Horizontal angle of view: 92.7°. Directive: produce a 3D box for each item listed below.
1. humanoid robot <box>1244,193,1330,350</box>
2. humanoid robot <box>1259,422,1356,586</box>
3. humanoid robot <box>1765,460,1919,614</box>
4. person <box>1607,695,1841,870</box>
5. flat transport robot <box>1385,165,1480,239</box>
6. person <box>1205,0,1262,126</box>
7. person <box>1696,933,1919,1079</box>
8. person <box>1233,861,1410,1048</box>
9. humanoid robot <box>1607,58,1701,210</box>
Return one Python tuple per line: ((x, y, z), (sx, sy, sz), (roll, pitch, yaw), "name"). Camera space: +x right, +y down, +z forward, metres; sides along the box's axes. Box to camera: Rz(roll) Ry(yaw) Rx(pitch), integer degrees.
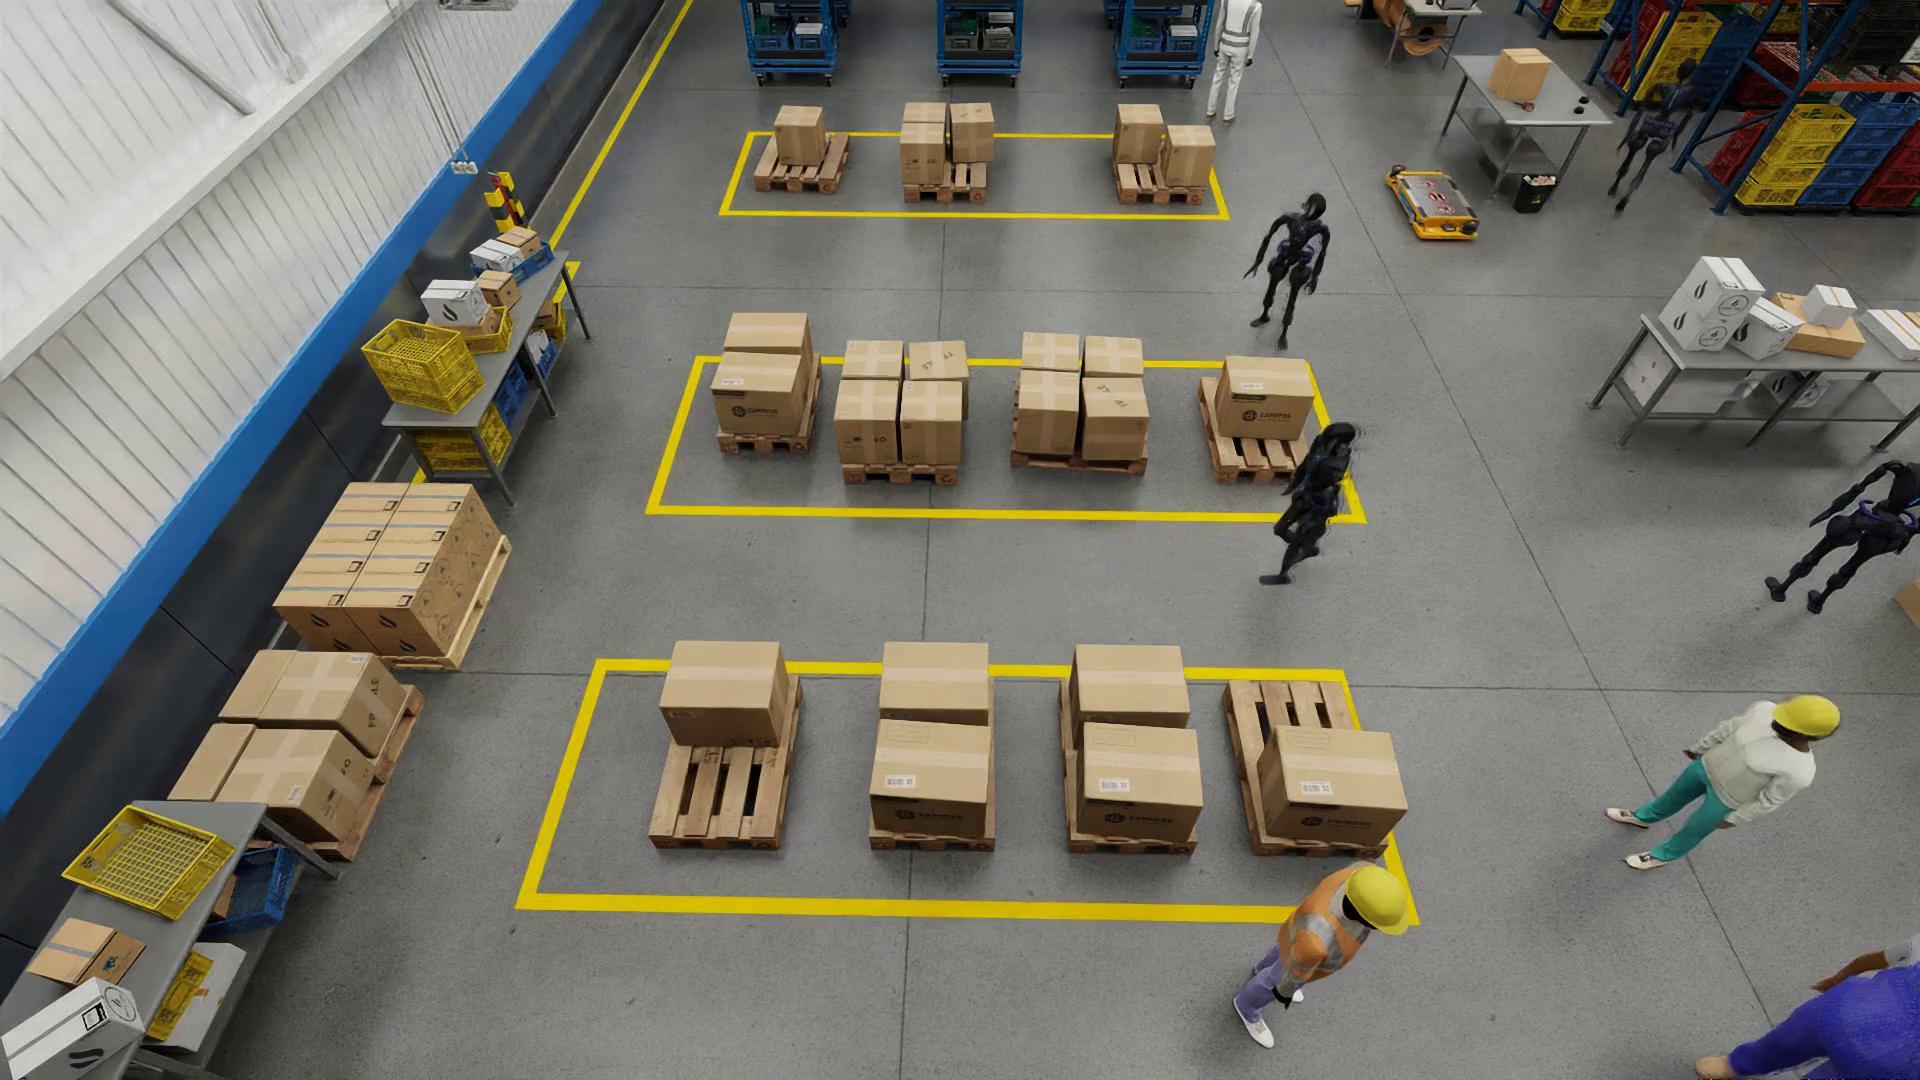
((3.191, -2.683, 8.943), (0.661, 1.612, 0.556), (26, 54, 21), "humanoid robot")
((2.629, -0.259, 6.825), (0.383, 1.655, 0.603), (-1, 49, 0), "humanoid robot")
((6.665, -0.108, 6.692), (0.570, 1.652, 0.316), (20, 52, 17), "humanoid robot")
((4.416, 1.401, 5.329), (0.323, 1.765, 0.539), (3, 49, 3), "person")
((5.692, -4.094, 11.059), (0.652, 0.197, 1.431), (1, 49, 1), "flat transport robot")
((3.599, -6.436, 12.037), (0.577, 1.882, 0.354), (30, 56, 24), "person")
((4.354, 2.353, 4.326), (0.621, 2.000, 0.689), (-1, 49, -1), "person")
((1.806, 2.077, 4.639), (0.382, 1.925, 0.591), (37, 58, 28), "person")
((8.099, -4.719, 10.700), (0.567, 1.637, 0.635), (29, 55, 23), "humanoid robot")
